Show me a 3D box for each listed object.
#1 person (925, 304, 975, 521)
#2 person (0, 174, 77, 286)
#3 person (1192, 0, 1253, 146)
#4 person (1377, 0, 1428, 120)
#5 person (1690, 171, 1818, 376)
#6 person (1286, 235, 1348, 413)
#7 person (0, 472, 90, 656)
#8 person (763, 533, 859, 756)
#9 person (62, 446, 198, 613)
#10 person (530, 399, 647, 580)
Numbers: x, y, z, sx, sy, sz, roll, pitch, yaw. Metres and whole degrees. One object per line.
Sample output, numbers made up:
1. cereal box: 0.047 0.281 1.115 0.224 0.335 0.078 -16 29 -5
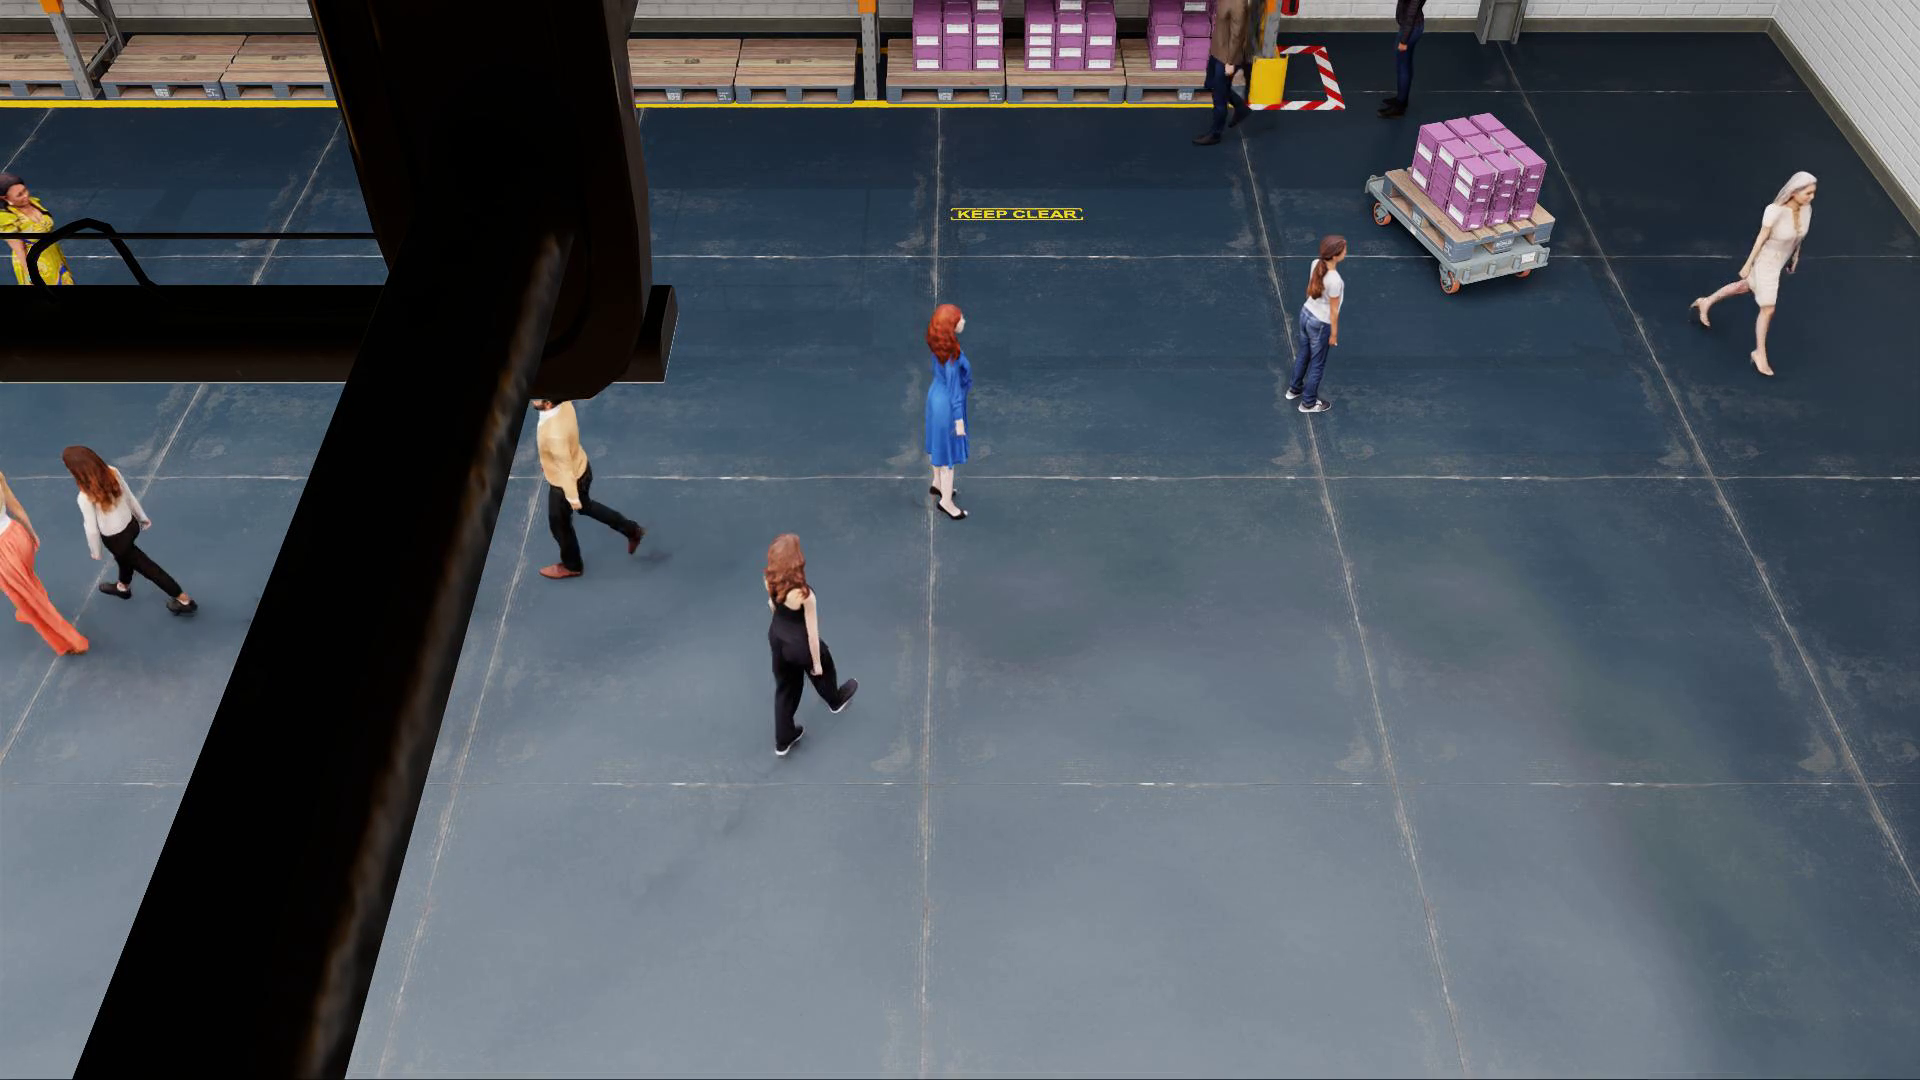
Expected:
1. person: -0.093 -0.922 11.909 0.668 1.828 0.681 -11 45 -12
2. person: -7.386 -2.214 13.387 0.731 1.660 0.827 0 44 0
3. person: 2.597 -4.624 15.761 0.878 1.875 0.726 -6 44 -7
4. person: 4.392 -4.962 16.210 0.644 1.745 0.678 13 45 13
5. person: 6.411 -2.241 13.392 1.191 1.692 1.066 -22 48 -21
6. person: 2.790 -1.702 12.920 0.615 1.562 0.606 -16 46 -16
7. person: -6.136 0.125 10.843 1.012 1.781 0.798 12 45 12
8. person: -1.081 0.690 10.298 1.001 1.715 0.984 25 49 24
9. person: -5.602 -0.022 11.244 1.023 1.441 0.670 7 44 8
10. person: -2.624 -0.432 11.461 1.007 1.736 0.669 -3 44 -3
